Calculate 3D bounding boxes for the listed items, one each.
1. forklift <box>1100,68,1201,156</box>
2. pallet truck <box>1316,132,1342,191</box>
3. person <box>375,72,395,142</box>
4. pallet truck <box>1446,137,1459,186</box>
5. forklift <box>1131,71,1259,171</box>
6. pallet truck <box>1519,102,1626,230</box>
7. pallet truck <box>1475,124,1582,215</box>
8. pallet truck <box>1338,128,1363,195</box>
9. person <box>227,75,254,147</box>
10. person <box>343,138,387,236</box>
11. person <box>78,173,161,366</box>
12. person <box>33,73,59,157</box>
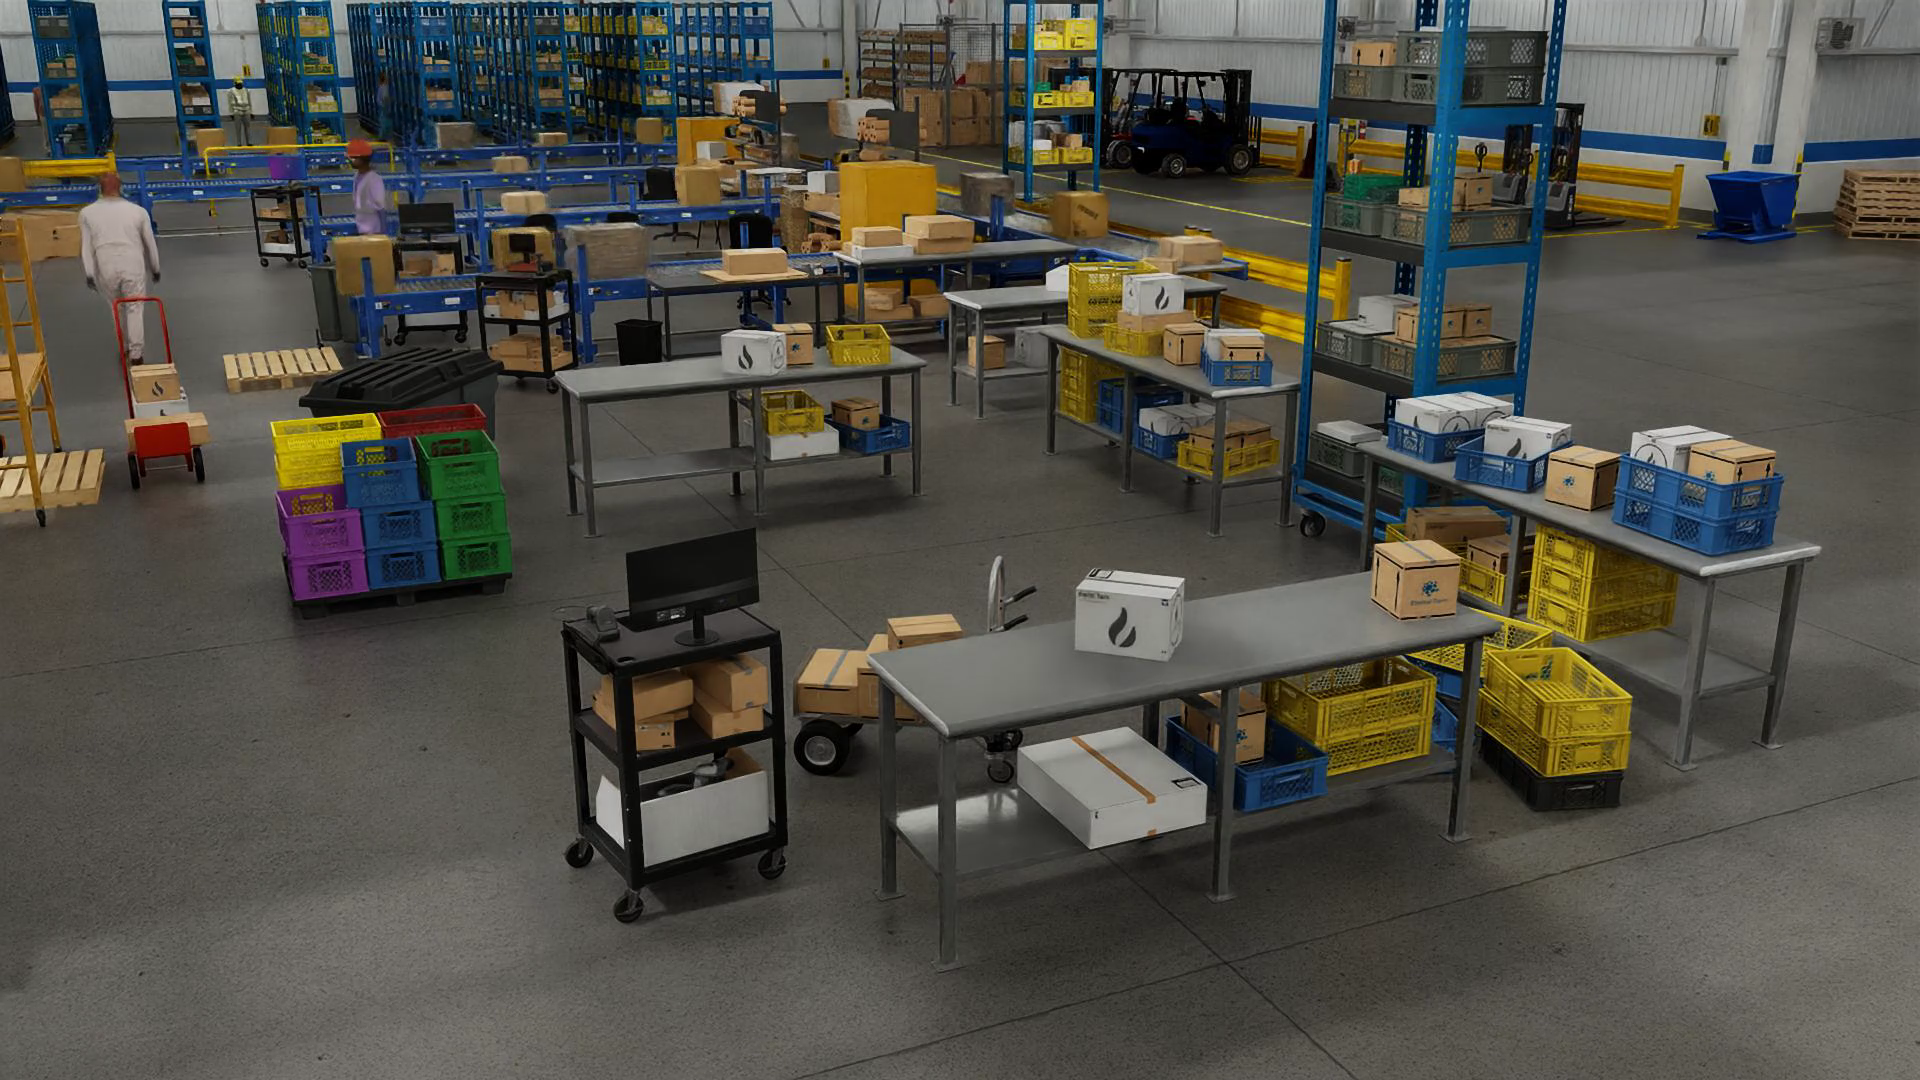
[{"bbox_3d":[4.082,-9.564,37.410,2.680,1.987,1.157,-8,19,-23],"label":"forklift"},{"bbox_3d":[7.723,-7.504,32.656,1.601,1.201,0.680,-8,19,-23],"label":"pallet truck"},{"bbox_3d":[-15.349,-11.571,44.488,0.695,1.828,0.583,-7,19,-21],"label":"person"},{"bbox_3d":[9.184,-6.485,29.328,1.630,1.274,0.653,-8,19,-23],"label":"pallet truck"},{"bbox_3d":[4.998,-8.936,35.413,2.680,1.987,1.157,-9,20,-25],"label":"forklift"},{"bbox_3d":[9.972,-6.037,26.785,1.885,1.965,0.823,-9,20,-25],"label":"pallet truck"},{"bbox_3d":[9.707,-6.455,28.103,1.885,1.965,0.823,-7,19,-20],"label":"pallet truck"},{"bbox_3d":[7.845,-7.140,31.411,1.522,1.261,0.704,-9,20,-25],"label":"pallet truck"},{"bbox_3d":[-18.292,-10.897,42.363,0.404,1.833,0.591,17,24,42],"label":"person"},{"bbox_3d":[-6.617,-3.543,18.895,0.766,2.021,0.624,-12,21,-33],"label":"person"},{"bbox_3d":[-8.292,-2.693,16.496,0.652,1.842,1.038,-6,19,-18],"label":"person"},{"bbox_3d":[-21.892,-10.225,39.998,0.611,1.986,0.392,-10,20,-30],"label":"person"}]
